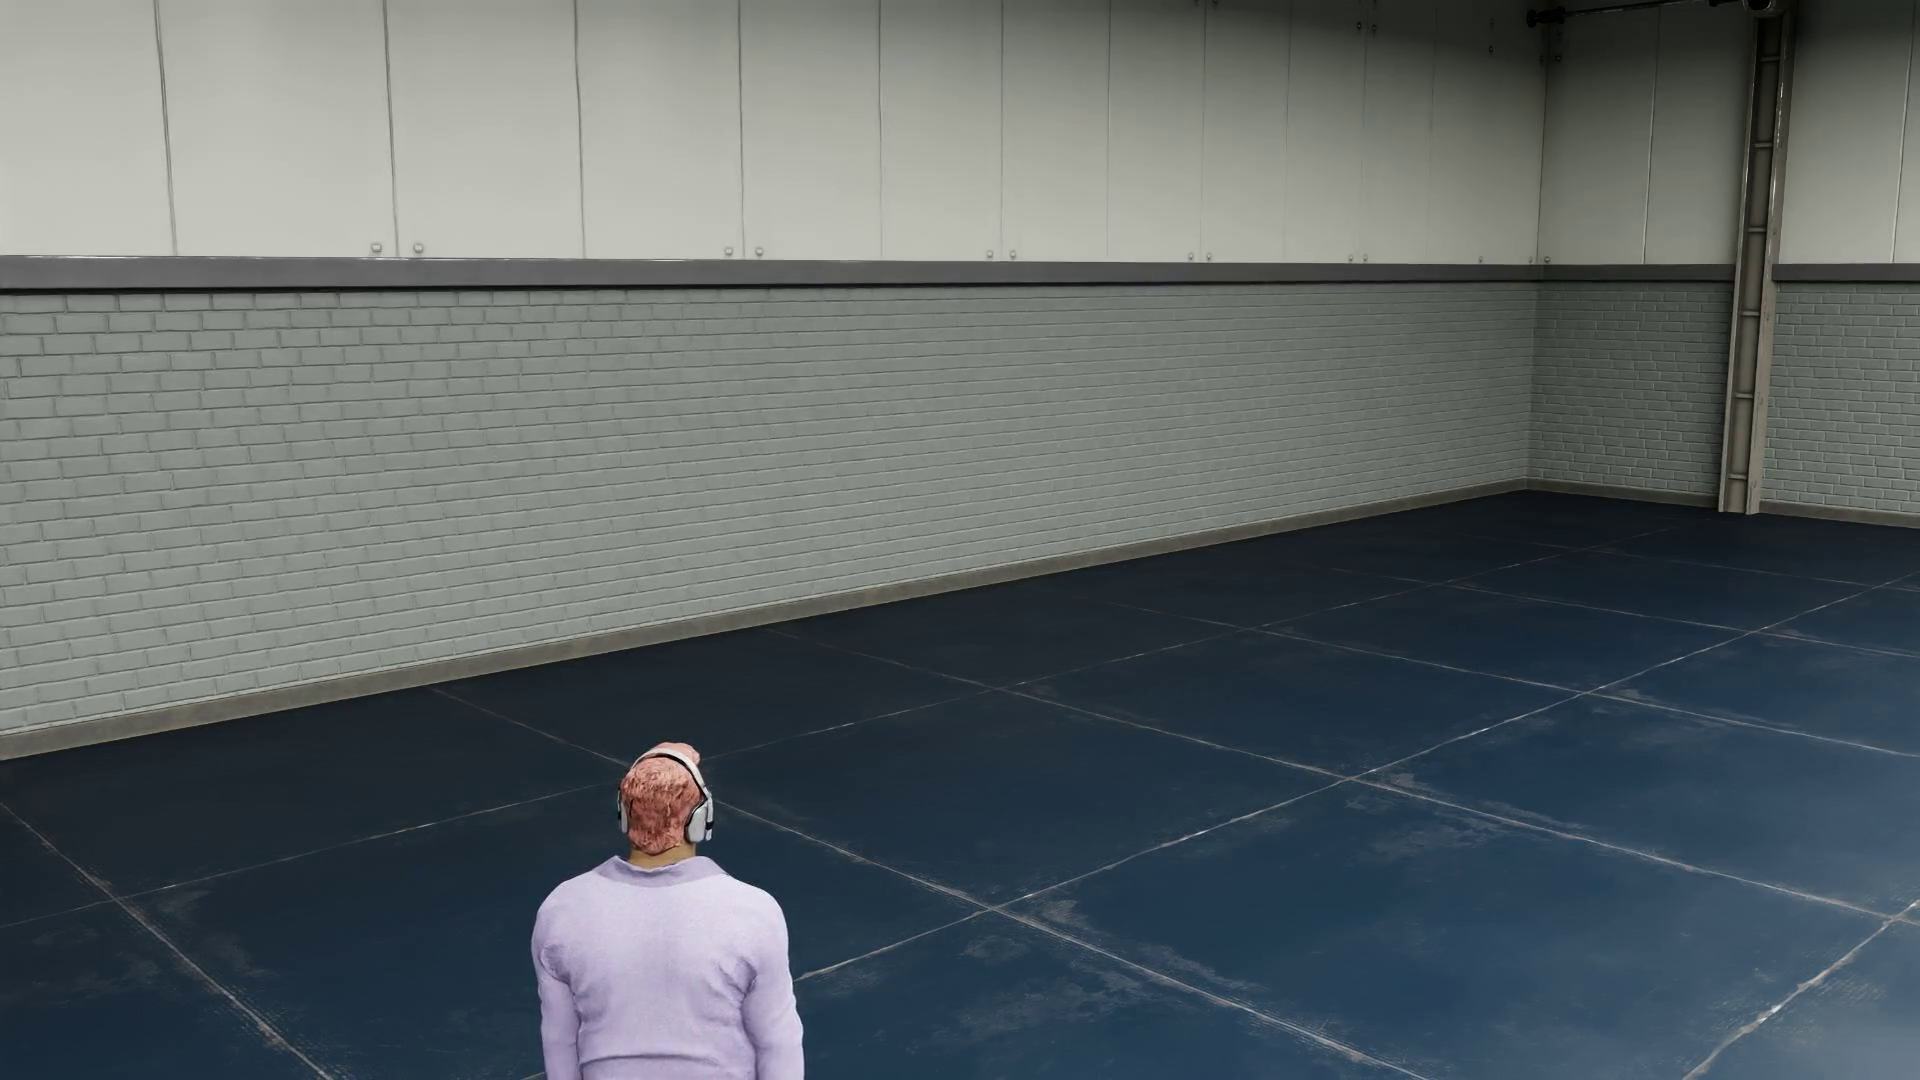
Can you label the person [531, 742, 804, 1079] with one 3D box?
[{"bbox_3d":[-0.691,1.433,4.094,0.643,1.909,0.410,1,9,6],"label":"person"}]
